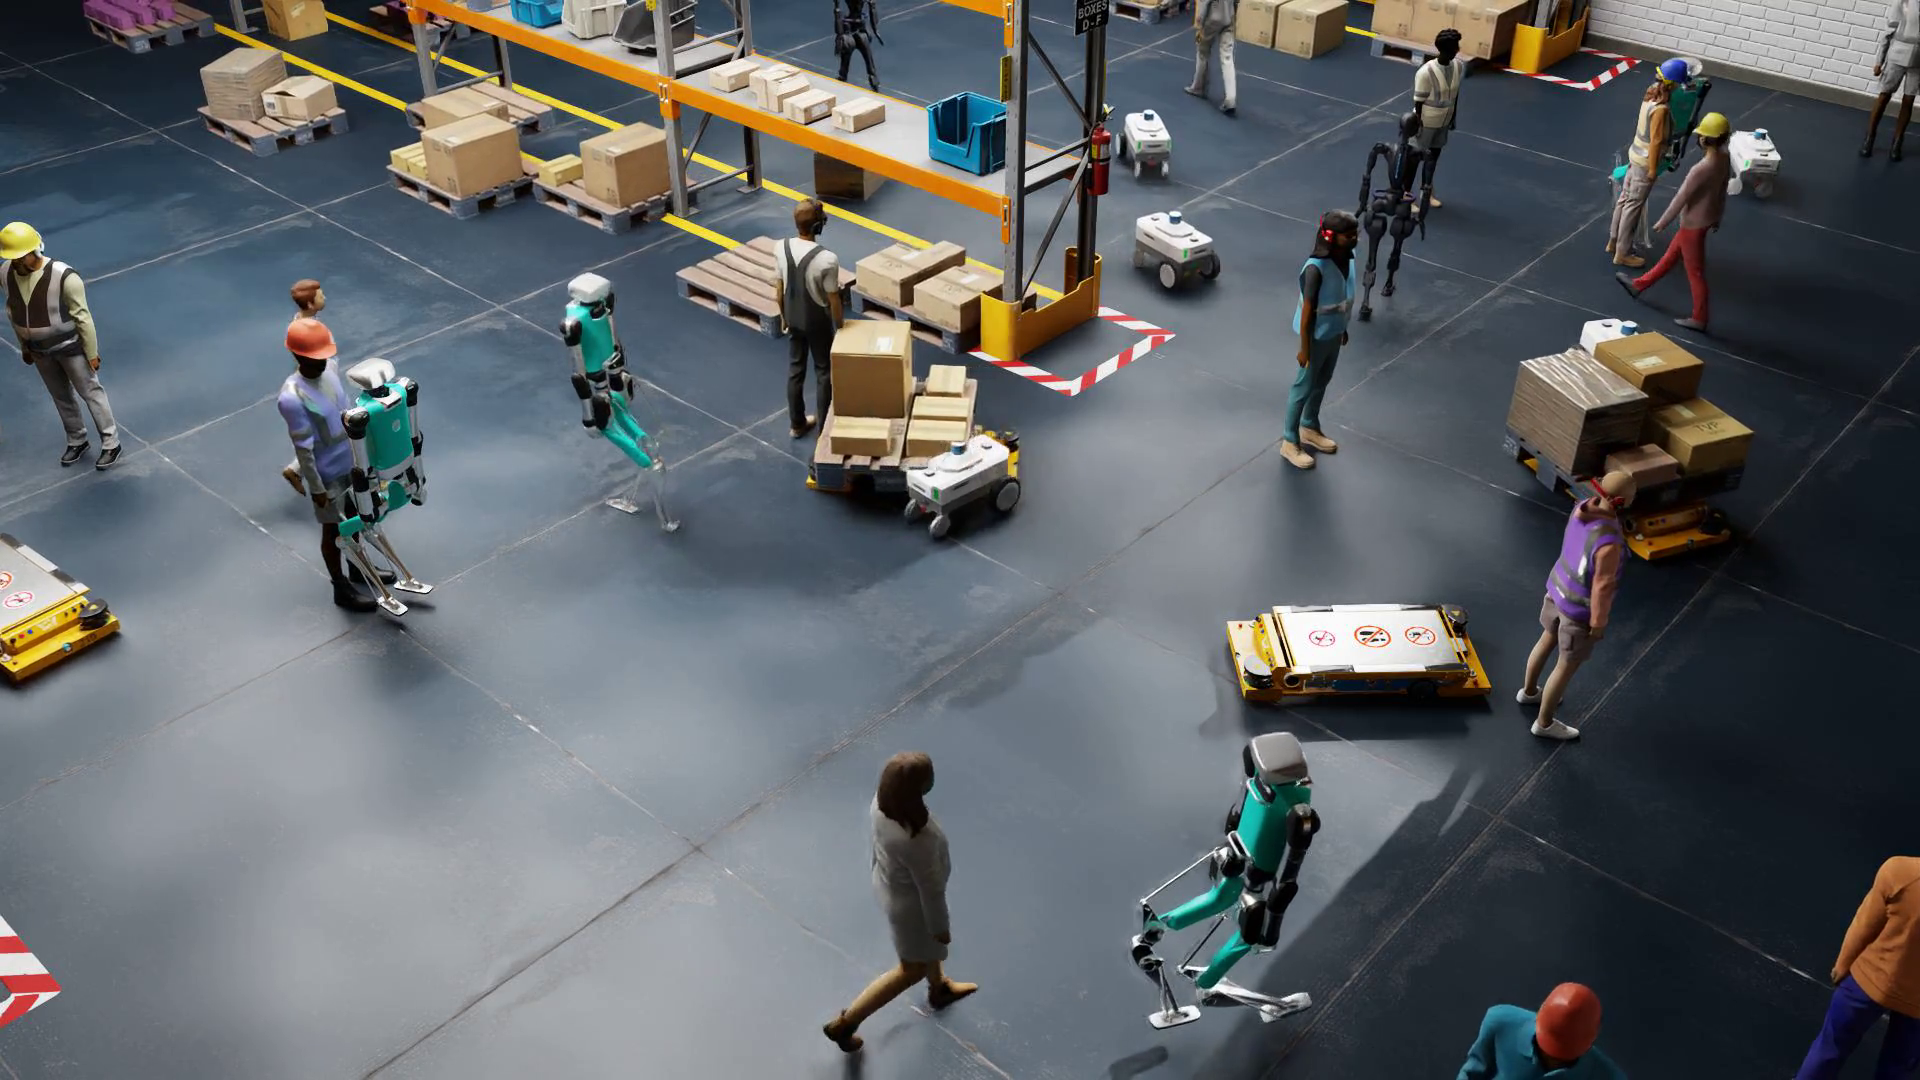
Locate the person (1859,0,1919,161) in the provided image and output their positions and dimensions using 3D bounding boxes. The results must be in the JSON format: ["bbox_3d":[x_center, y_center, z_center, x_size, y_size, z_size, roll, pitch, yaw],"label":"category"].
[{"bbox_3d":[9.154,-4.633,16.069,0.547,1.925,0.387,13,37,18],"label":"person"}]

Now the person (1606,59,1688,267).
[{"bbox_3d":[5.847,-3.210,14.137,0.324,1.771,0.469,4,35,6],"label":"person"}]

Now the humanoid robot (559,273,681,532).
[{"bbox_3d":[-2.076,-0.810,10.765,0.780,1.865,0.535,11,36,15],"label":"humanoid robot"}]

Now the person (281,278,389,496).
[{"bbox_3d":[-4.243,-0.964,10.989,0.597,1.641,0.459,-18,39,-25],"label":"person"}]

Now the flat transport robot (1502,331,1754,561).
[{"bbox_3d":[4.495,-0.369,11.346,0.659,0.231,1.431,-12,36,-17],"label":"flat transport robot"}]

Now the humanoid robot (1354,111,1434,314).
[{"bbox_3d":[3.480,-2.641,13.455,0.608,1.637,0.783,12,36,17],"label":"humanoid robot"}]

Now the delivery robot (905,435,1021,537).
[{"bbox_3d":[0.001,-0.410,11.152,0.789,0.593,0.499,-27,43,-33],"label":"delivery robot"}]

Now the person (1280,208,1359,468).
[{"bbox_3d":[2.482,-1.404,11.437,0.371,1.864,0.541,28,44,35],"label":"person"}]

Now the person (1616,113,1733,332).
[{"bbox_3d":[5.753,-2.563,13.245,0.926,1.716,0.530,29,44,35],"label":"person"}]

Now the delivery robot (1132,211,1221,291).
[{"bbox_3d":[1.822,-2.505,14.181,0.499,0.587,0.789,-21,40,-27],"label":"delivery robot"}]

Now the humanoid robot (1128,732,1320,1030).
[{"bbox_3d":[1.120,1.584,7.233,1.017,1.740,0.546,-9,36,-13],"label":"humanoid robot"}]

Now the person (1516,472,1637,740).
[{"bbox_3d":[3.372,0.345,9.064,0.354,1.685,0.486,-1,35,-2],"label":"person"}]

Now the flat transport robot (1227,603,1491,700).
[{"bbox_3d":[2.348,0.664,9.848,1.431,0.231,0.659,-1,35,-1],"label":"flat transport robot"}]

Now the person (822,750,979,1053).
[{"bbox_3d":[-0.264,1.587,7.304,0.753,1.636,0.491,-13,37,-18],"label":"person"}]

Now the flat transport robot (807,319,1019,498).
[{"bbox_3d":[-0.315,-0.565,11.629,1.431,0.231,0.659,3,35,4],"label":"flat transport robot"}]

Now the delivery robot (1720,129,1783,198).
[{"bbox_3d":[7.517,-3.612,15.791,0.519,0.593,0.765,6,35,8],"label":"delivery robot"}]

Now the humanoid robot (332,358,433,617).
[{"bbox_3d":[-3.529,-0.352,9.910,0.735,1.677,0.533,16,38,22],"label":"humanoid robot"}]

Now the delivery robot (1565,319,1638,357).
[{"bbox_3d":[4.977,-1.372,12.541,0.499,0.589,0.785,-8,35,-11],"label":"delivery robot"}]

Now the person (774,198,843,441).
[{"bbox_3d":[-1.034,-1.506,11.616,0.513,1.837,0.348,16,38,22],"label":"person"}]

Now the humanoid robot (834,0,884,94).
[{"bbox_3d":[-1.054,-5.257,17.212,0.601,1.629,0.760,-29,44,-35],"label":"humanoid robot"}]

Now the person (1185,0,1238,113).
[{"bbox_3d":[2.687,-5.394,17.238,0.564,1.849,0.938,-16,38,-22],"label":"person"}]

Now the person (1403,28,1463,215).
[{"bbox_3d":[4.280,-3.792,15.049,0.532,1.693,0.320,-19,39,-26],"label":"person"}]

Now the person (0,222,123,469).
[{"bbox_3d":[-6.175,-1.331,11.374,0.589,1.825,0.403,6,35,8],"label":"person"}]

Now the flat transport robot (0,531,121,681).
[{"bbox_3d":[-5.888,0.376,10.266,1.431,0.231,0.659,24,41,30],"label":"flat transport robot"}]

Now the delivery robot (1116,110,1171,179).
[{"bbox_3d":[1.821,-3.892,16.177,0.499,0.571,0.756,-3,35,-4],"label":"delivery robot"}]

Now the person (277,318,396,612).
[{"bbox_3d":[-3.759,-0.465,10.018,0.371,1.933,0.547,5,35,8],"label":"person"}]

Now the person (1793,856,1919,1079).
[{"bbox_3d":[3.821,1.786,6.729,0.516,1.975,0.402,18,38,24],"label":"person"}]

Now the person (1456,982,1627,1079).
[{"bbox_3d":[2.162,2.224,6.303,0.566,1.724,0.717,27,43,33],"label":"person"}]

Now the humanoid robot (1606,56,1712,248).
[{"bbox_3d":[5.943,-3.375,14.427,0.535,1.798,0.749,-10,36,-14],"label":"humanoid robot"}]
